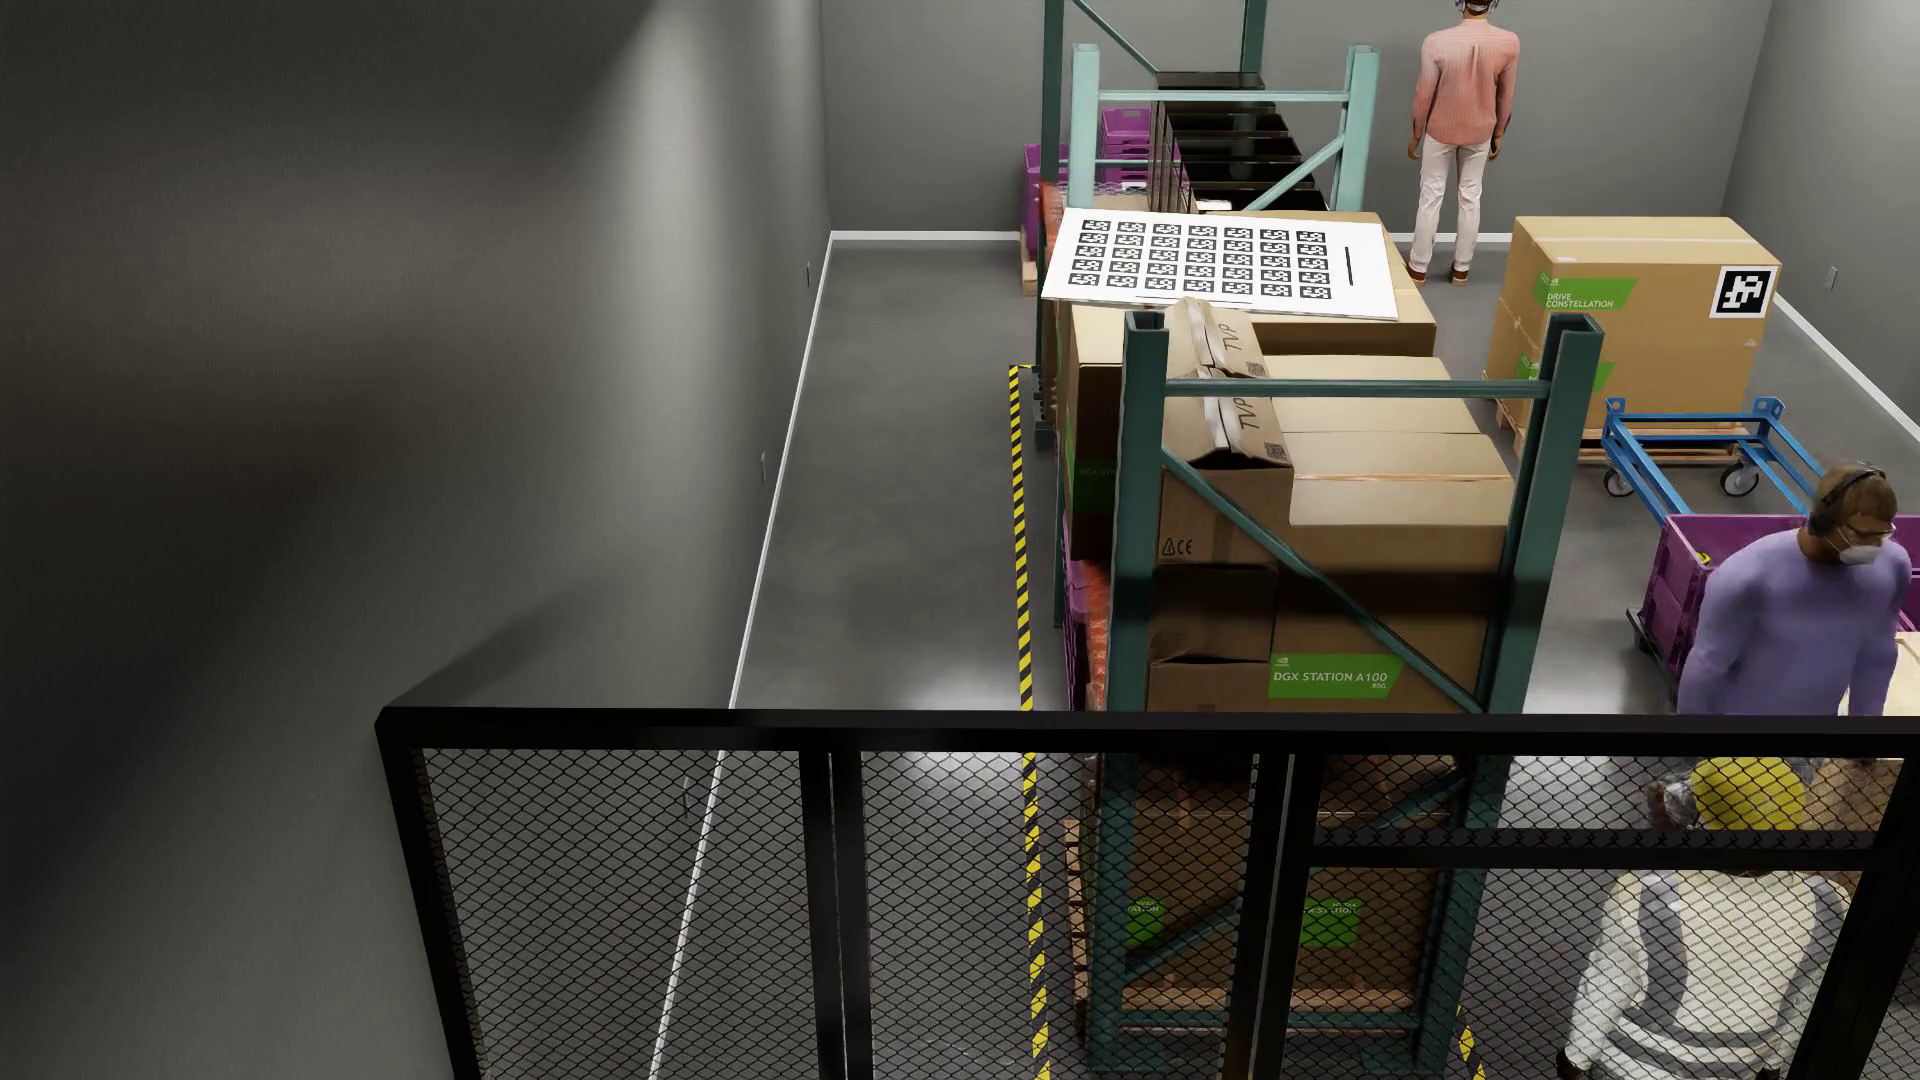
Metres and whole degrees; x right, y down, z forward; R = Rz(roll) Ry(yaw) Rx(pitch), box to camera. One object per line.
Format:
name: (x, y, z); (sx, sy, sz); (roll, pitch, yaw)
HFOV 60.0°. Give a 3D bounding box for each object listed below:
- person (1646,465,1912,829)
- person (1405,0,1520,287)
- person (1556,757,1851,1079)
person: (2.562, 0.531, 5.365); (0.627, 1.914, 0.883); (-7, 32, -11)
person: (3.115, -2.560, 10.413); (0.611, 1.995, 0.380); (0, 31, 0)
person: (1.817, 1.263, 4.215); (0.590, 1.837, 0.404); (0, 31, 0)
